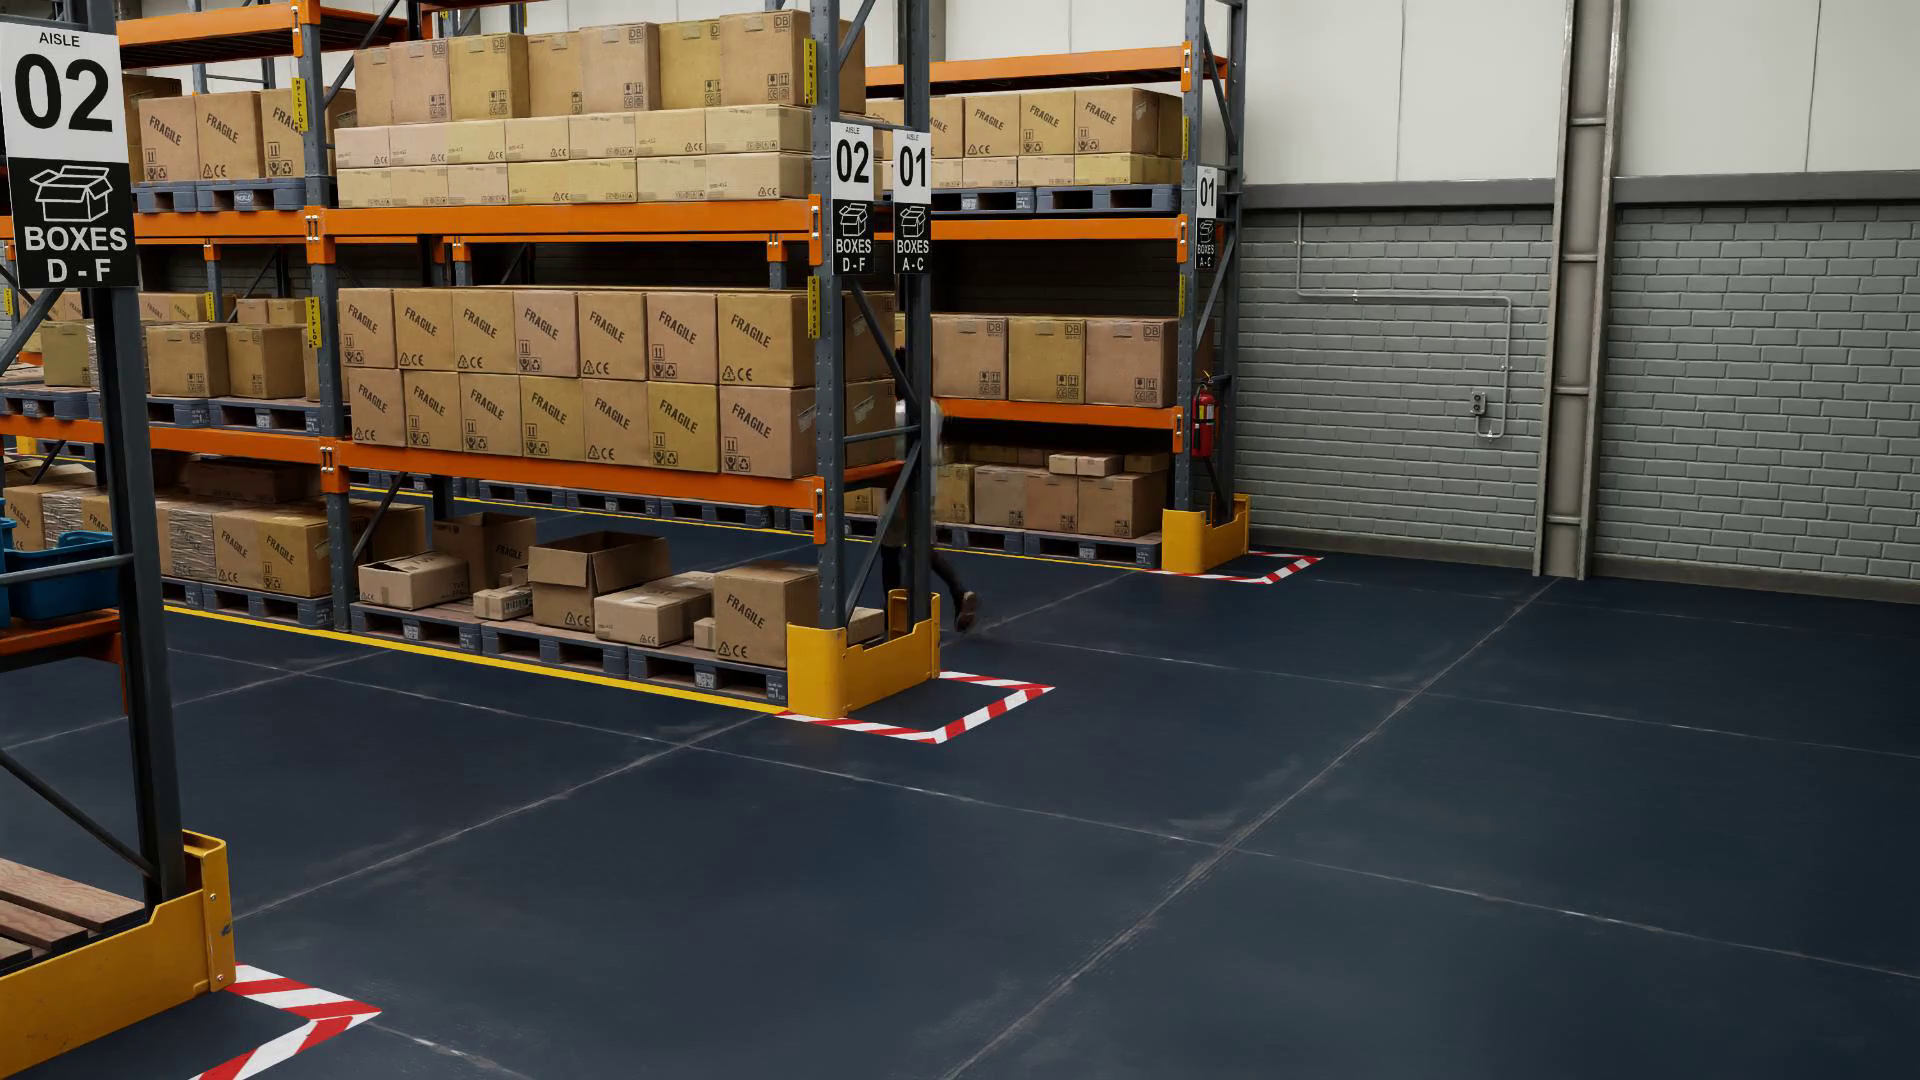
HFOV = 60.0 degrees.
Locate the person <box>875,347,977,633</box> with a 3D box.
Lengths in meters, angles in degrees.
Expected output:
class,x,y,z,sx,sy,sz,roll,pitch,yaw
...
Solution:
class,x,y,z,sx,sy,sz,roll,pitch,yaw
person,-0.286,-0.307,11.021,0.781,1.948,0.618,8,12,39
